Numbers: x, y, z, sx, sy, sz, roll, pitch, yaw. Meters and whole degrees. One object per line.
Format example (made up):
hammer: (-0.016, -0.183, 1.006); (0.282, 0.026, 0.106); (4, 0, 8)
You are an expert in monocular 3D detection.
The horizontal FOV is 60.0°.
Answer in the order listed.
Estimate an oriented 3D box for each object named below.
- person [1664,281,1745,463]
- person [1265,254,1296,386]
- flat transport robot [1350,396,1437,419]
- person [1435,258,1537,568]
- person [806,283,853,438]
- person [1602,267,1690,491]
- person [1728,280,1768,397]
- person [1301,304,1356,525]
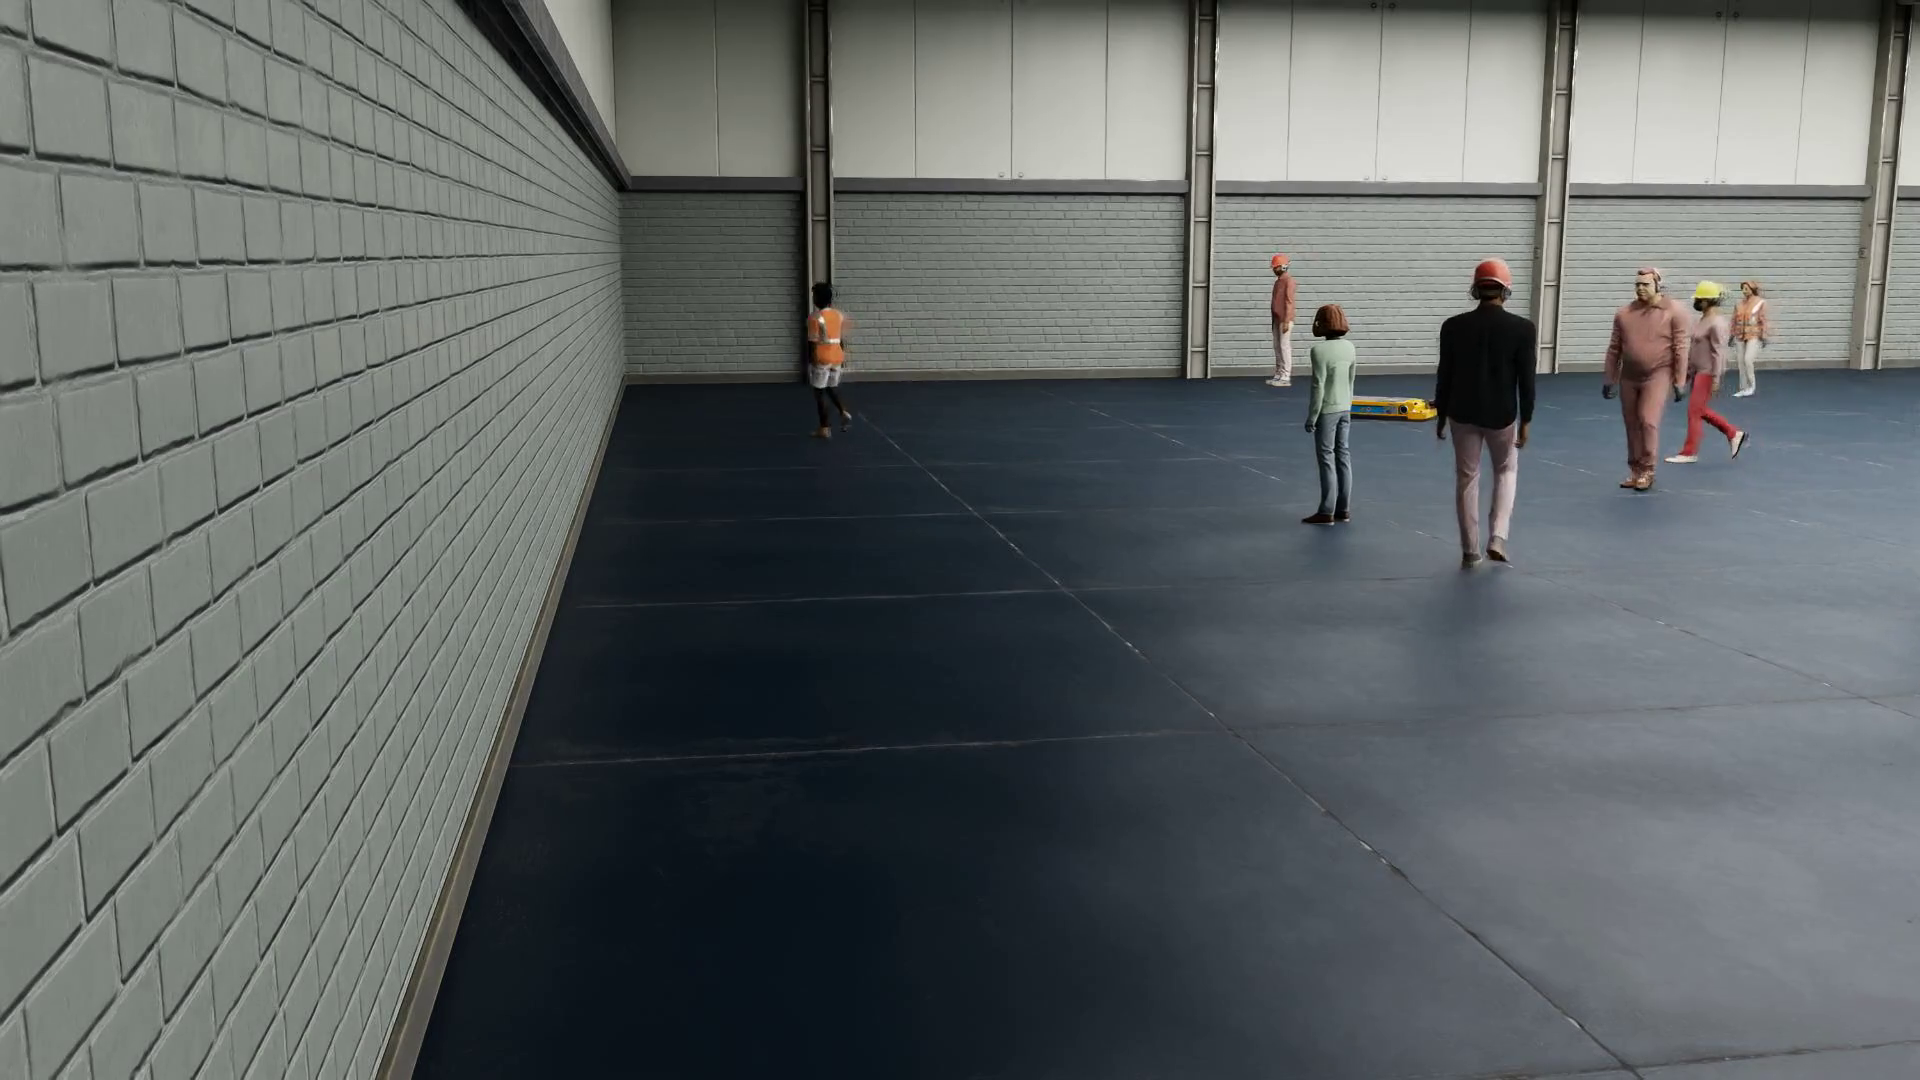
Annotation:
person: (7.154, -1.592, 15.846); (0.700, 1.745, 0.529); (1, 10, 5)
person: (4.842, -3.313, 25.089); (0.398, 1.986, 0.618); (-2, 10, -11)
flat transport robot: (5.053, -1.628, 20.306); (1.431, 0.197, 0.652); (5, 11, 29)
person: (3.345, -0.800, 10.623); (0.620, 1.977, 0.439); (4, 11, 23)
person: (-1.436, -1.929, 17.944); (0.415, 1.683, 0.552); (8, 13, 38)
person: (5.755, -1.354, 14.086); (0.609, 1.885, 0.672); (-8, 13, -39)
person: (10.899, -2.782, 23.050); (0.404, 1.622, 0.548); (-5, 11, -28)
person: (2.743, -0.927, 12.350); (0.501, 1.632, 0.280); (-9, 13, -42)
